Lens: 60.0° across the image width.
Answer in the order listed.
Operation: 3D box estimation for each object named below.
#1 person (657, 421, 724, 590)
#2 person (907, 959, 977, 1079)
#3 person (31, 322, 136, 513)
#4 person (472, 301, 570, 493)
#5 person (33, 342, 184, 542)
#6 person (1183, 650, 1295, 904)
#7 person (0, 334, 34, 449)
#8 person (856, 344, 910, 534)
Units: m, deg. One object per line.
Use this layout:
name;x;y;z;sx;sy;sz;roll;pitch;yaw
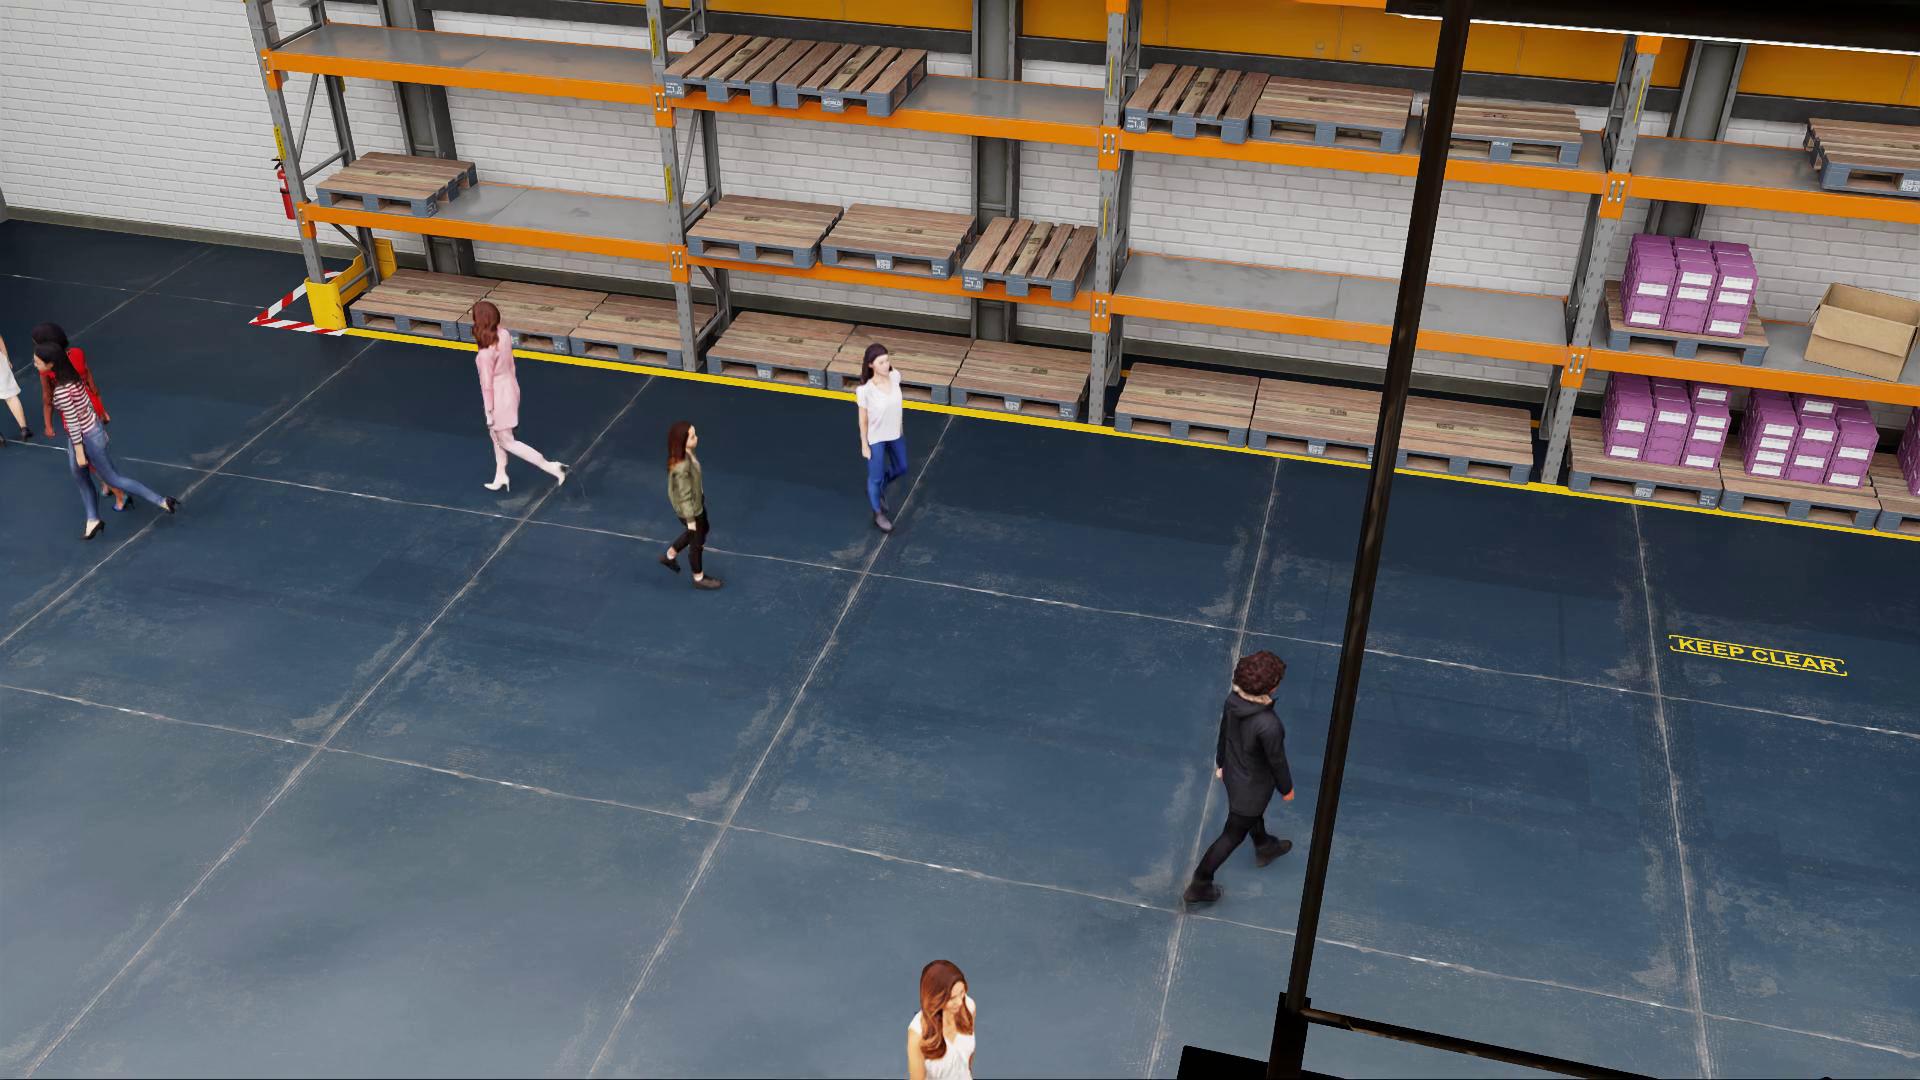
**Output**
person;-2.137;-0.254;12.730;0.814;1.467;0.709;-2;34;-3
person;-0.164;2.671;8.073;1.023;1.750;1.133;-21;39;-29
person;-7.079;-0.962;13.560;0.680;1.726;0.588;10;35;14
person;-3.711;-1.126;13.761;1.048;1.778;0.672;6;34;9
person;-6.840;-0.774;13.254;1.124;1.752;0.989;-10;35;-14
person;1.660;1.459;9.899;1.182;1.748;1.060;-14;36;-20
person;-8.552;-1.538;14.582;0.638;1.554;0.700;-17;37;-24
person;-0.690;-0.844;13.431;0.754;1.673;0.807;-28;43;-36
